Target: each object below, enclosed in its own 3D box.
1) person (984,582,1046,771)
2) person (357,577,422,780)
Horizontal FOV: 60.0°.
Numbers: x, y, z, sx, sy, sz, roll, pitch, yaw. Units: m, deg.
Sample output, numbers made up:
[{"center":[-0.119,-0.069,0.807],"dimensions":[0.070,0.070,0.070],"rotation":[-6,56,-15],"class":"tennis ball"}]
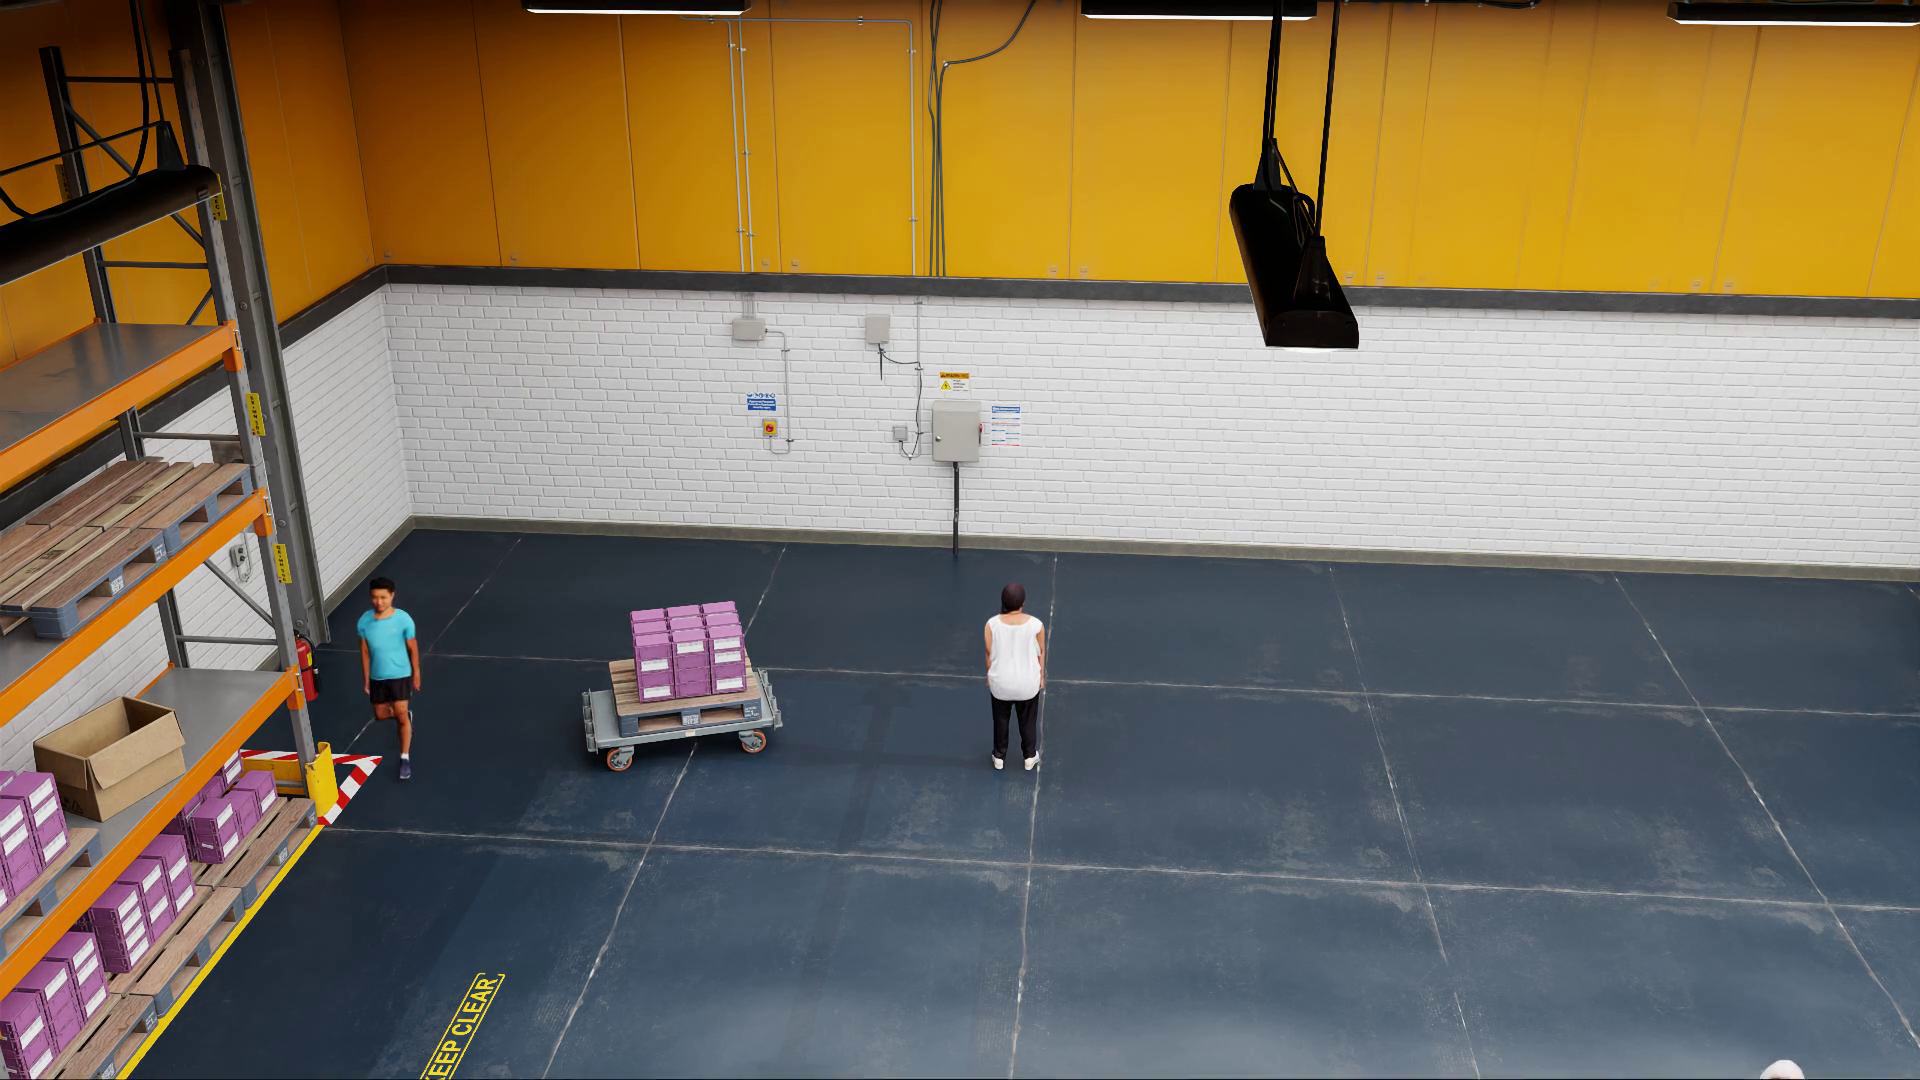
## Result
[{"center":[0.448,1.128,13.914],"dimensions":[0.646,1.687,0.592],"rotation":[2,24,6],"class":"person"},{"center":[-4.737,1.095,13.898],"dimensions":[0.691,1.762,0.923],"rotation":[-1,24,-1],"class":"person"}]
